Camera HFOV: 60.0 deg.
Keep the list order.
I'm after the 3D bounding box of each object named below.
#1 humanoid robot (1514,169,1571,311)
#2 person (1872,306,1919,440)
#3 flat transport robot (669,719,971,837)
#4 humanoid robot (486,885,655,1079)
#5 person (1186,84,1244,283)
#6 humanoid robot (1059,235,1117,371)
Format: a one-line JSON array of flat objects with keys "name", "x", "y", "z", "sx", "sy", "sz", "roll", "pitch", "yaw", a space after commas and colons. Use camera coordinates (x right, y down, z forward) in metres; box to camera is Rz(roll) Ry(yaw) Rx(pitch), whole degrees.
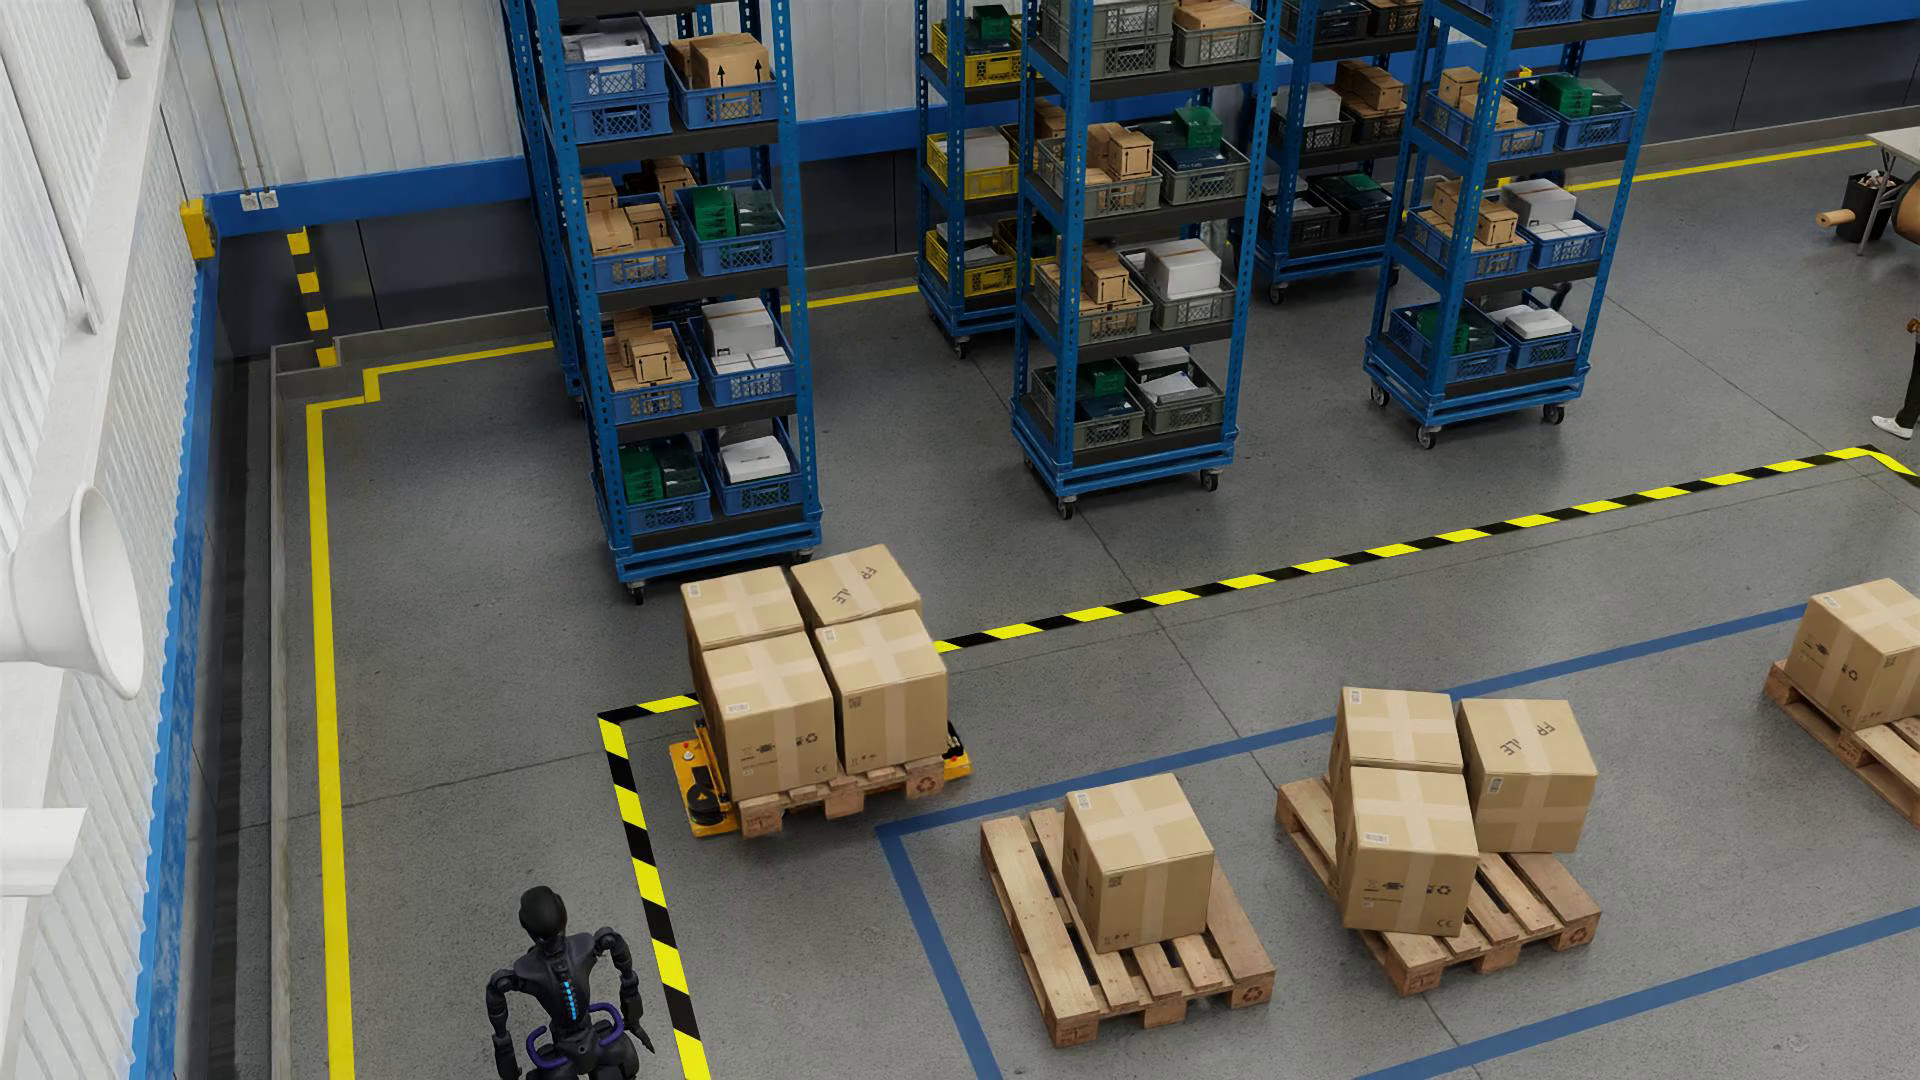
[{"name": "humanoid robot", "x": 4.319, "y": -2.425, "z": 12.274, "sx": 0.571, "sy": 1.637, "sz": 0.614, "roll": -8, "pitch": 36, "yaw": -11}, {"name": "person", "x": 6.460, "y": -1.517, "z": 10.831, "sx": 0.596, "sy": 1.852, "sz": 0.376, "roll": -10, "pitch": 36, "yaw": -14}, {"name": "flat transport robot", "x": -0.725, "y": 1.076, "z": 8.506, "sx": 1.431, "sy": 0.197, "sz": 0.652, "roll": -11, "pitch": 37, "yaw": -15}, {"name": "humanoid robot", "x": -1.420, "y": 1.901, "z": 6.123, "sx": 0.599, "sy": 1.659, "sz": 0.315, "roll": -18, "pitch": 39, "yaw": -24}, {"name": "person", "x": 1.854, "y": -2.778, "z": 12.549, "sx": 0.371, "sy": 1.936, "sz": 0.628, "roll": 27, "pitch": 43, "yaw": 32}, {"name": "humanoid robot", "x": 0.828, "y": -1.693, "z": 11.249, "sx": 0.512, "sy": 1.630, "sz": 0.603, "roll": 12, "pitch": 37, "yaw": 17}]
